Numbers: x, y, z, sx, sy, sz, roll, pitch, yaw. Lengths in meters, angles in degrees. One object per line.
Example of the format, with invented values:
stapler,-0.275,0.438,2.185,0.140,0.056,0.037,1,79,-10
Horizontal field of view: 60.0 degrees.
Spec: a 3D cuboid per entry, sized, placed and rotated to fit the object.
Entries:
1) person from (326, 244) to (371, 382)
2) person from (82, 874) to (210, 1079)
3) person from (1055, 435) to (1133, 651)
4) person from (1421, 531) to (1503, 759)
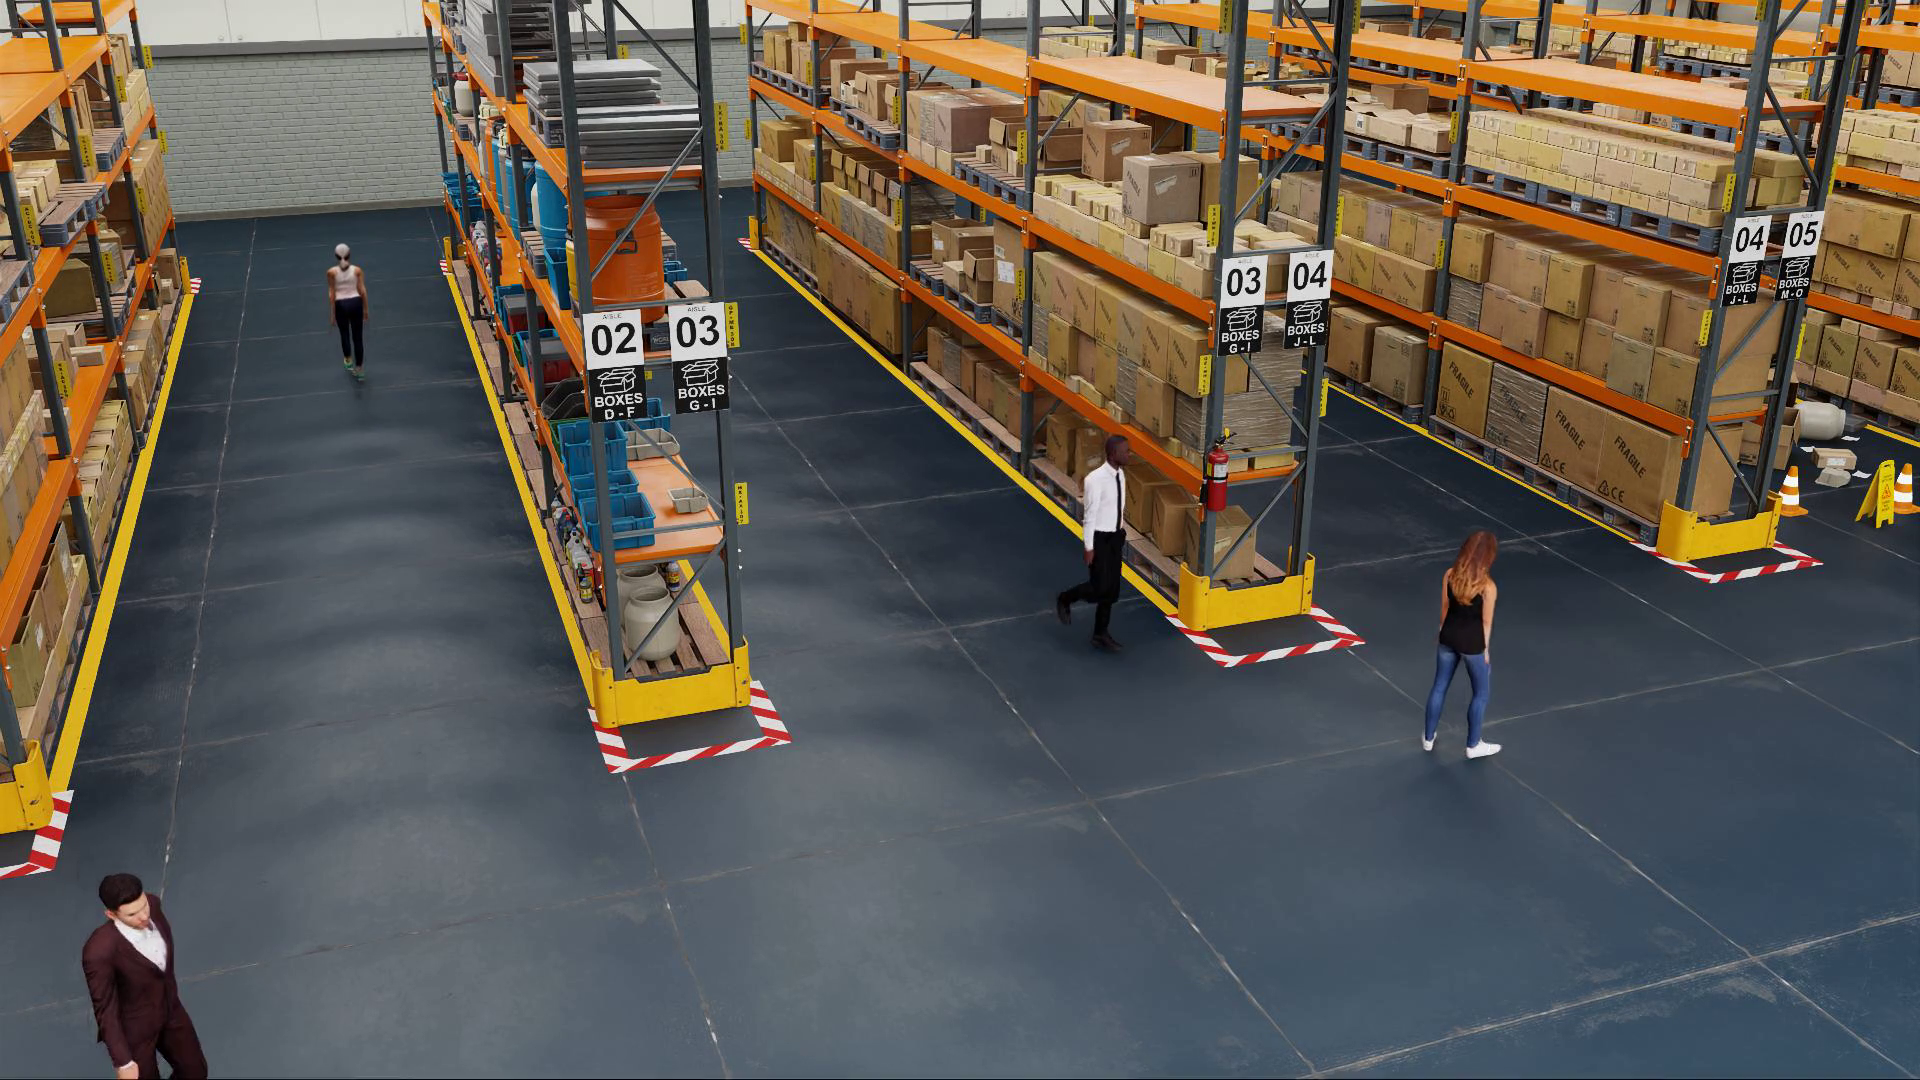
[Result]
person,-7.585,-2.805,20.696,0.664,1.674,1.010,-9,24,-22
person,-3.981,2.303,8.017,0.951,1.817,0.879,3,22,7
person,1.102,0.005,13.640,1.058,1.814,0.933,18,29,38
person,3.595,0.755,11.937,0.675,1.715,0.856,18,28,36
